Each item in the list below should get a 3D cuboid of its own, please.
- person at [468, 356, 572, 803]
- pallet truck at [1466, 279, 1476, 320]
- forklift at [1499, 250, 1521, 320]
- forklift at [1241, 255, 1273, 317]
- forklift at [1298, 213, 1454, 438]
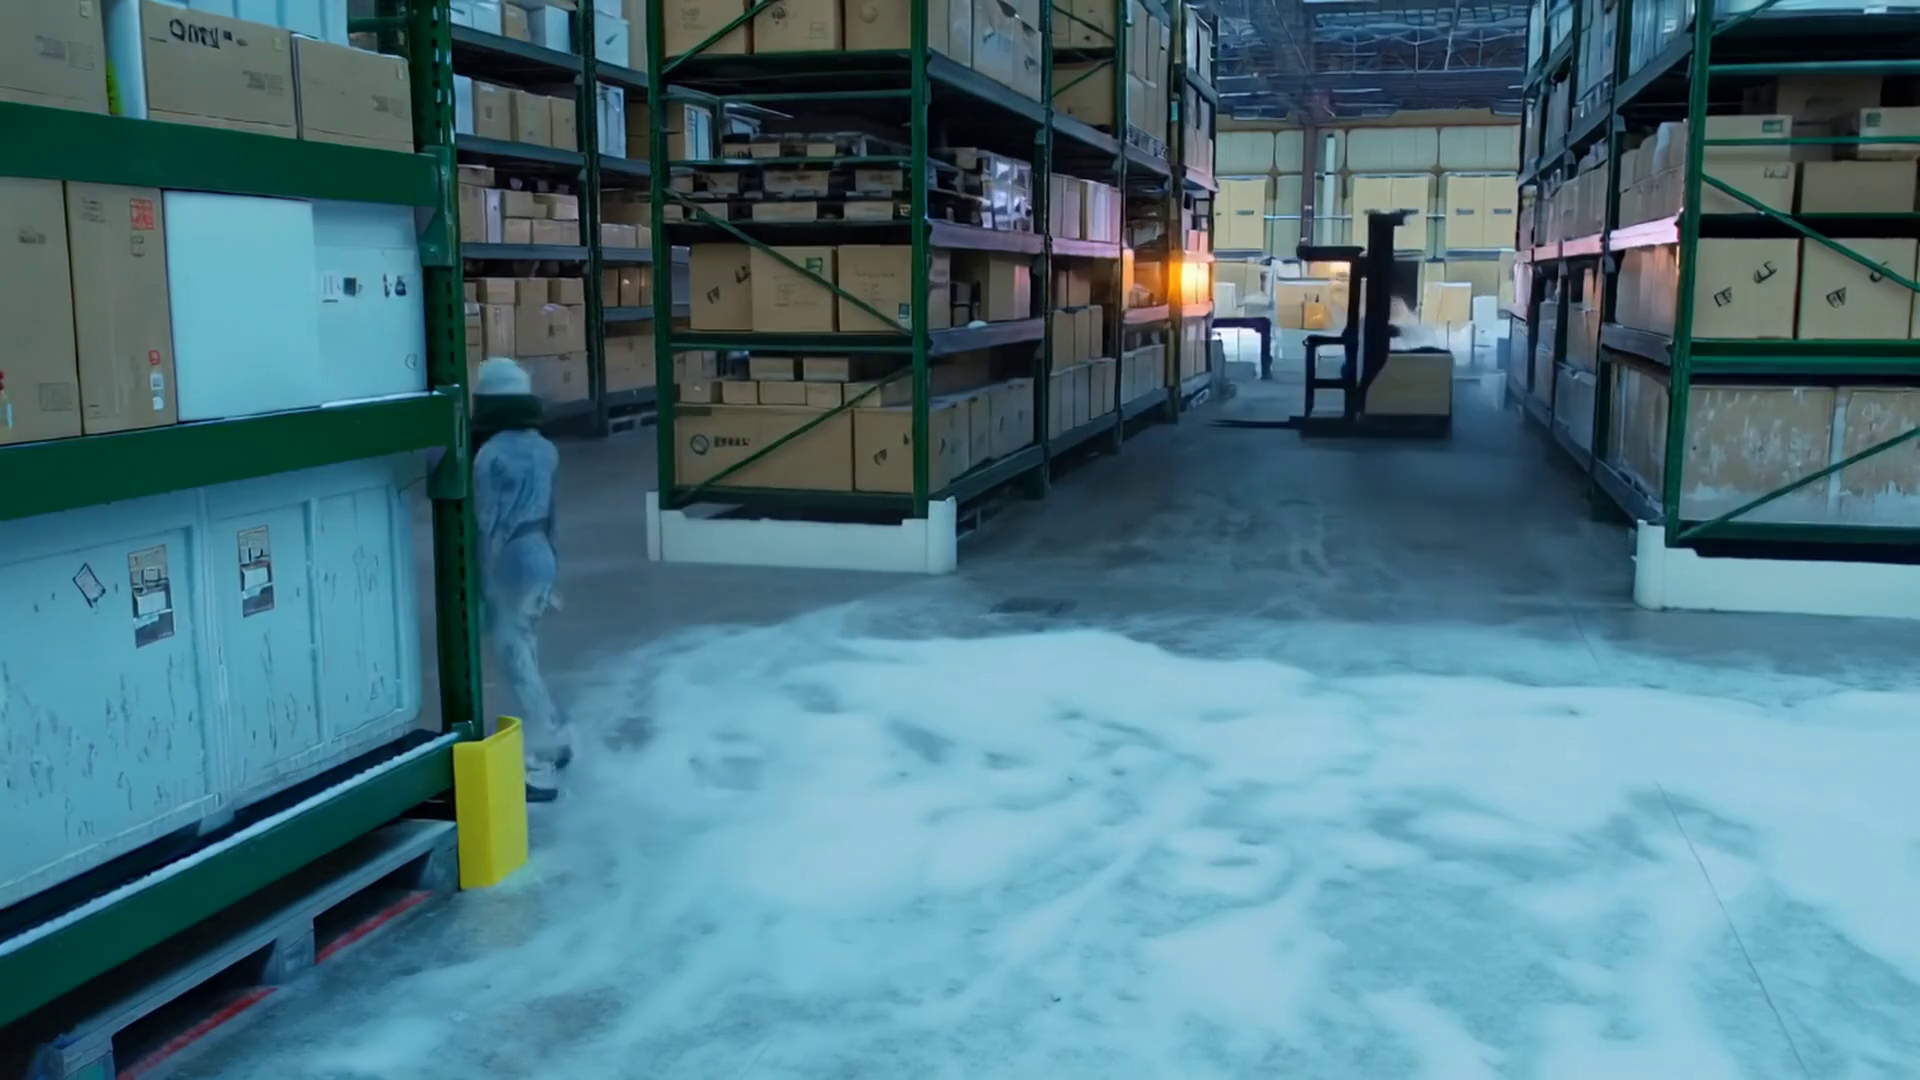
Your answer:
[{"bbox_3d":[-1.715,0.161,6.415,0.415,1.729,0.494,2,9,15],"label":"person"},{"bbox_3d":[18.896,-8.459,60.307,1.885,1.965,0.823,5,10,31],"label":"pallet truck"},{"bbox_3d":[15.855,-6.836,47.204,1.129,2.768,1.873,2,9,15],"label":"forklift"},{"bbox_3d":[10.551,-8.662,58.805,1.129,2.768,1.873,2,9,15],"label":"forklift"},{"bbox_3d":[5.343,-2.742,21.196,1.873,2.768,1.129,2,9,15],"label":"forklift"}]
